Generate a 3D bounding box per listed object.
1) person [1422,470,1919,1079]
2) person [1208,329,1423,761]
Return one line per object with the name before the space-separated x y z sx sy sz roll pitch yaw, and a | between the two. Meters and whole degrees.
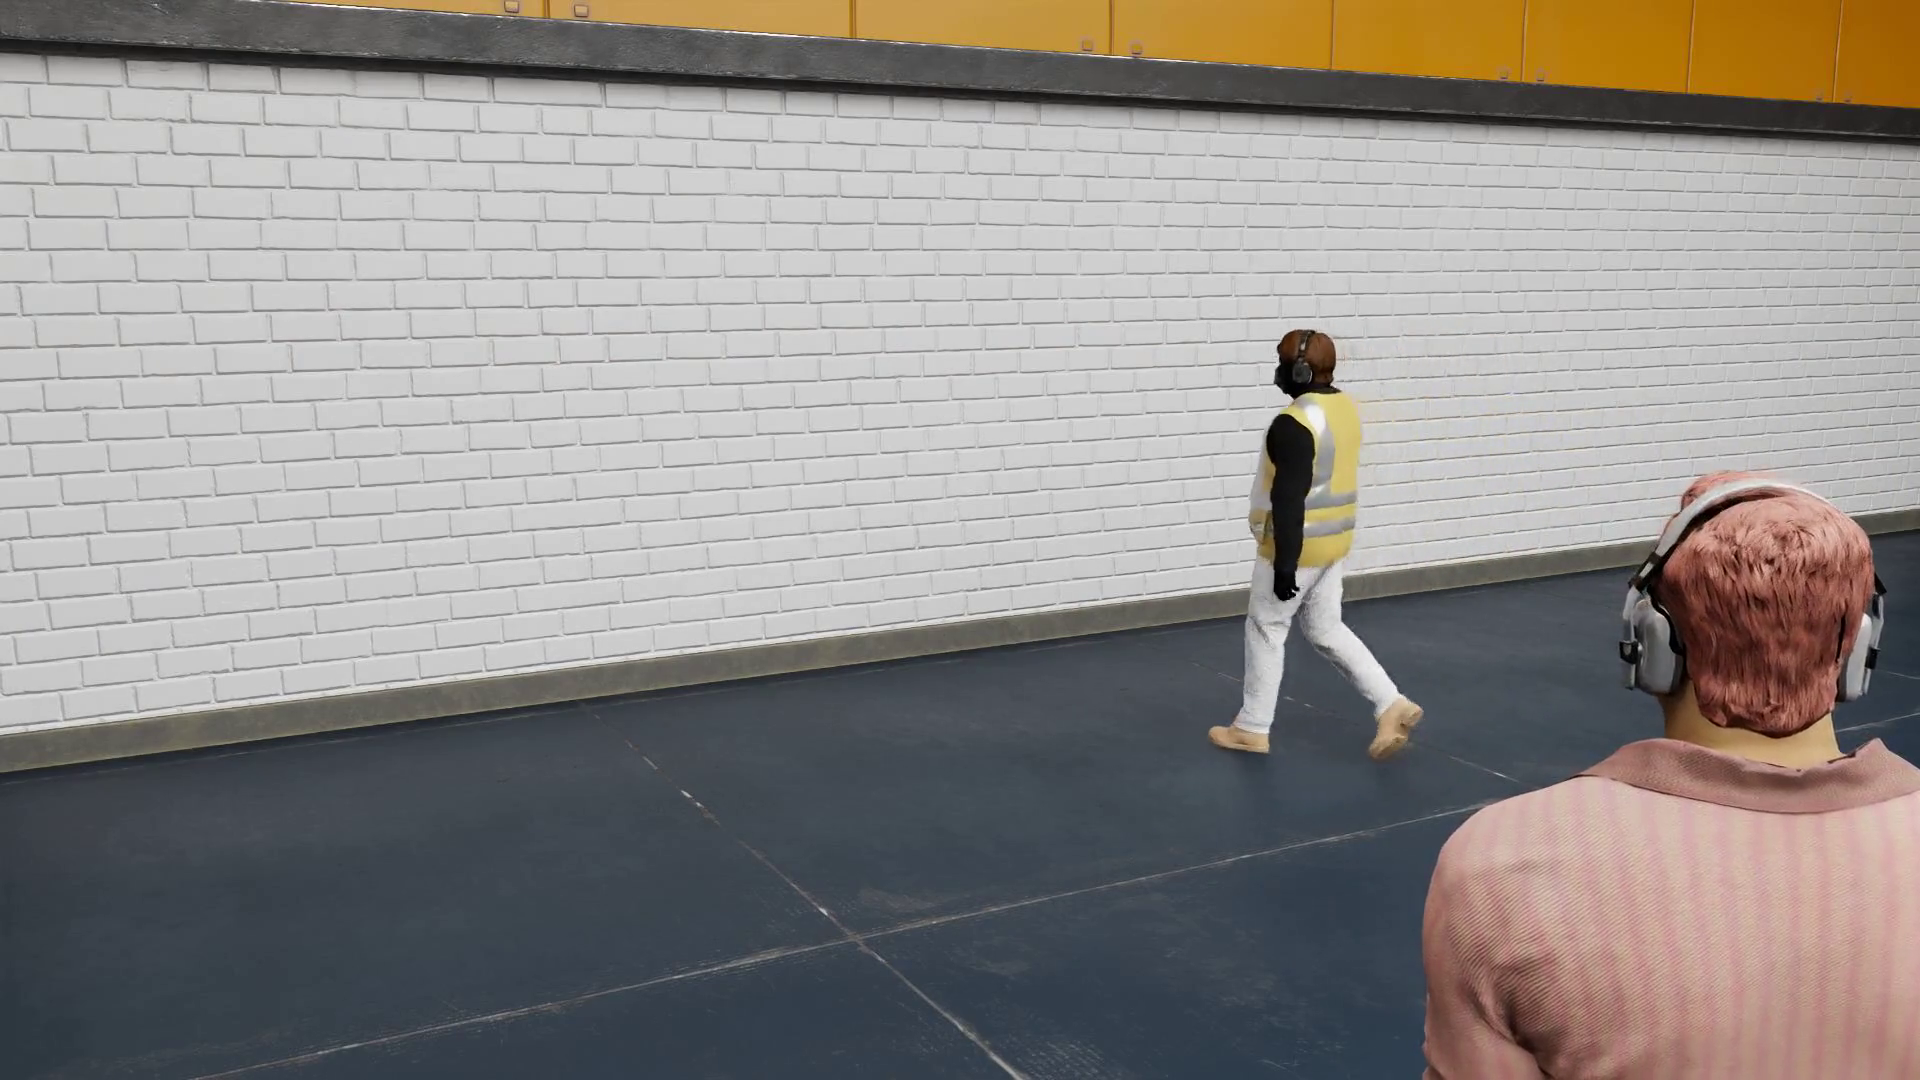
person | 0.787 0.876 1.779 0.641 1.911 0.410 1 10 7
person | 1.483 0.035 6.907 0.832 1.818 0.628 7 12 36
